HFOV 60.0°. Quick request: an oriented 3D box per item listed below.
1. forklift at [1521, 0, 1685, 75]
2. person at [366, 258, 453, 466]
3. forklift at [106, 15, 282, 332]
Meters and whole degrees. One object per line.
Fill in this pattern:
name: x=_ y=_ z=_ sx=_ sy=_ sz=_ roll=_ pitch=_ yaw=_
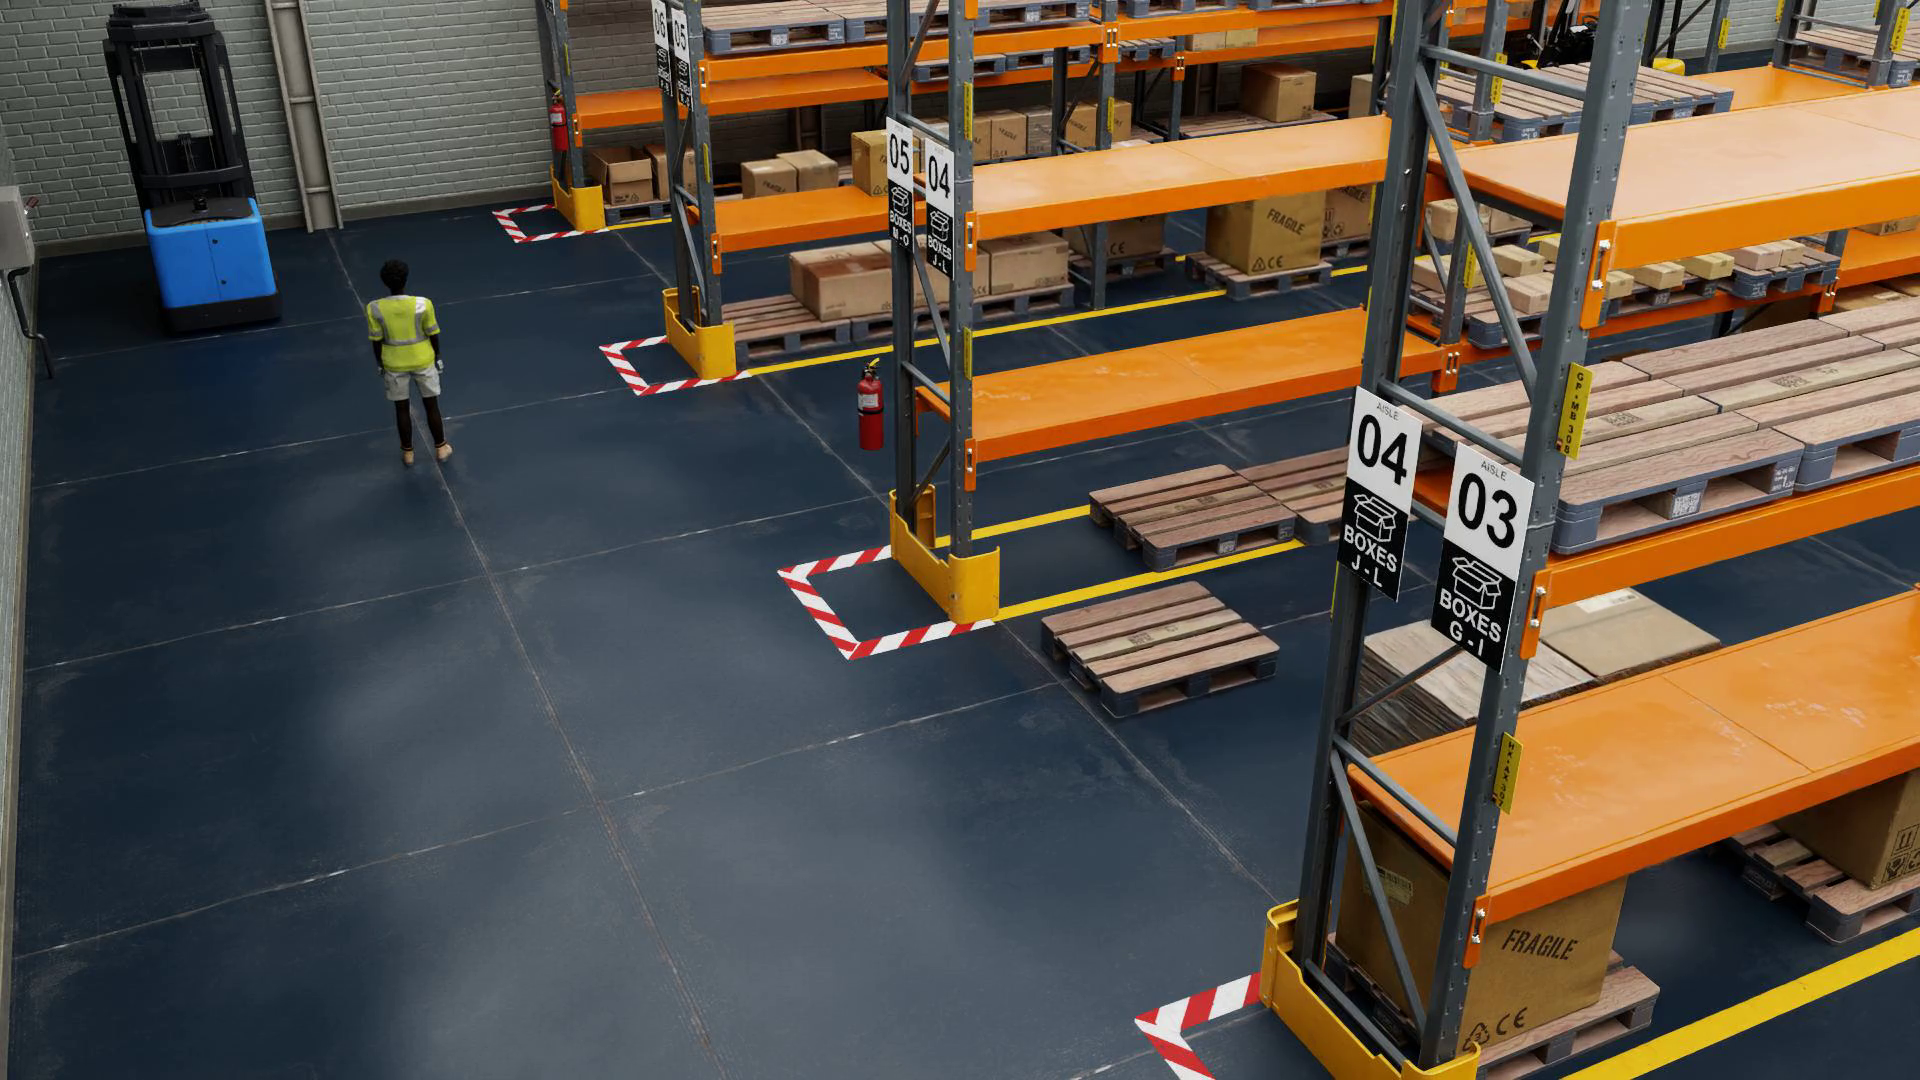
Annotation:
forklift: x=8.950 y=-6.807 z=23.056 sx=1.214 sy=2.155 sz=2.313 roll=-12 pitch=30 yaw=-22
person: x=-4.387 y=-1.409 z=13.247 sx=0.538 sy=1.695 sz=0.319 roll=-6 pitch=28 yaw=-12
forklift: x=-7.548 y=-3.672 z=16.323 sx=1.129 sy=2.768 sz=1.873 roll=-12 pitch=30 yaw=-22
